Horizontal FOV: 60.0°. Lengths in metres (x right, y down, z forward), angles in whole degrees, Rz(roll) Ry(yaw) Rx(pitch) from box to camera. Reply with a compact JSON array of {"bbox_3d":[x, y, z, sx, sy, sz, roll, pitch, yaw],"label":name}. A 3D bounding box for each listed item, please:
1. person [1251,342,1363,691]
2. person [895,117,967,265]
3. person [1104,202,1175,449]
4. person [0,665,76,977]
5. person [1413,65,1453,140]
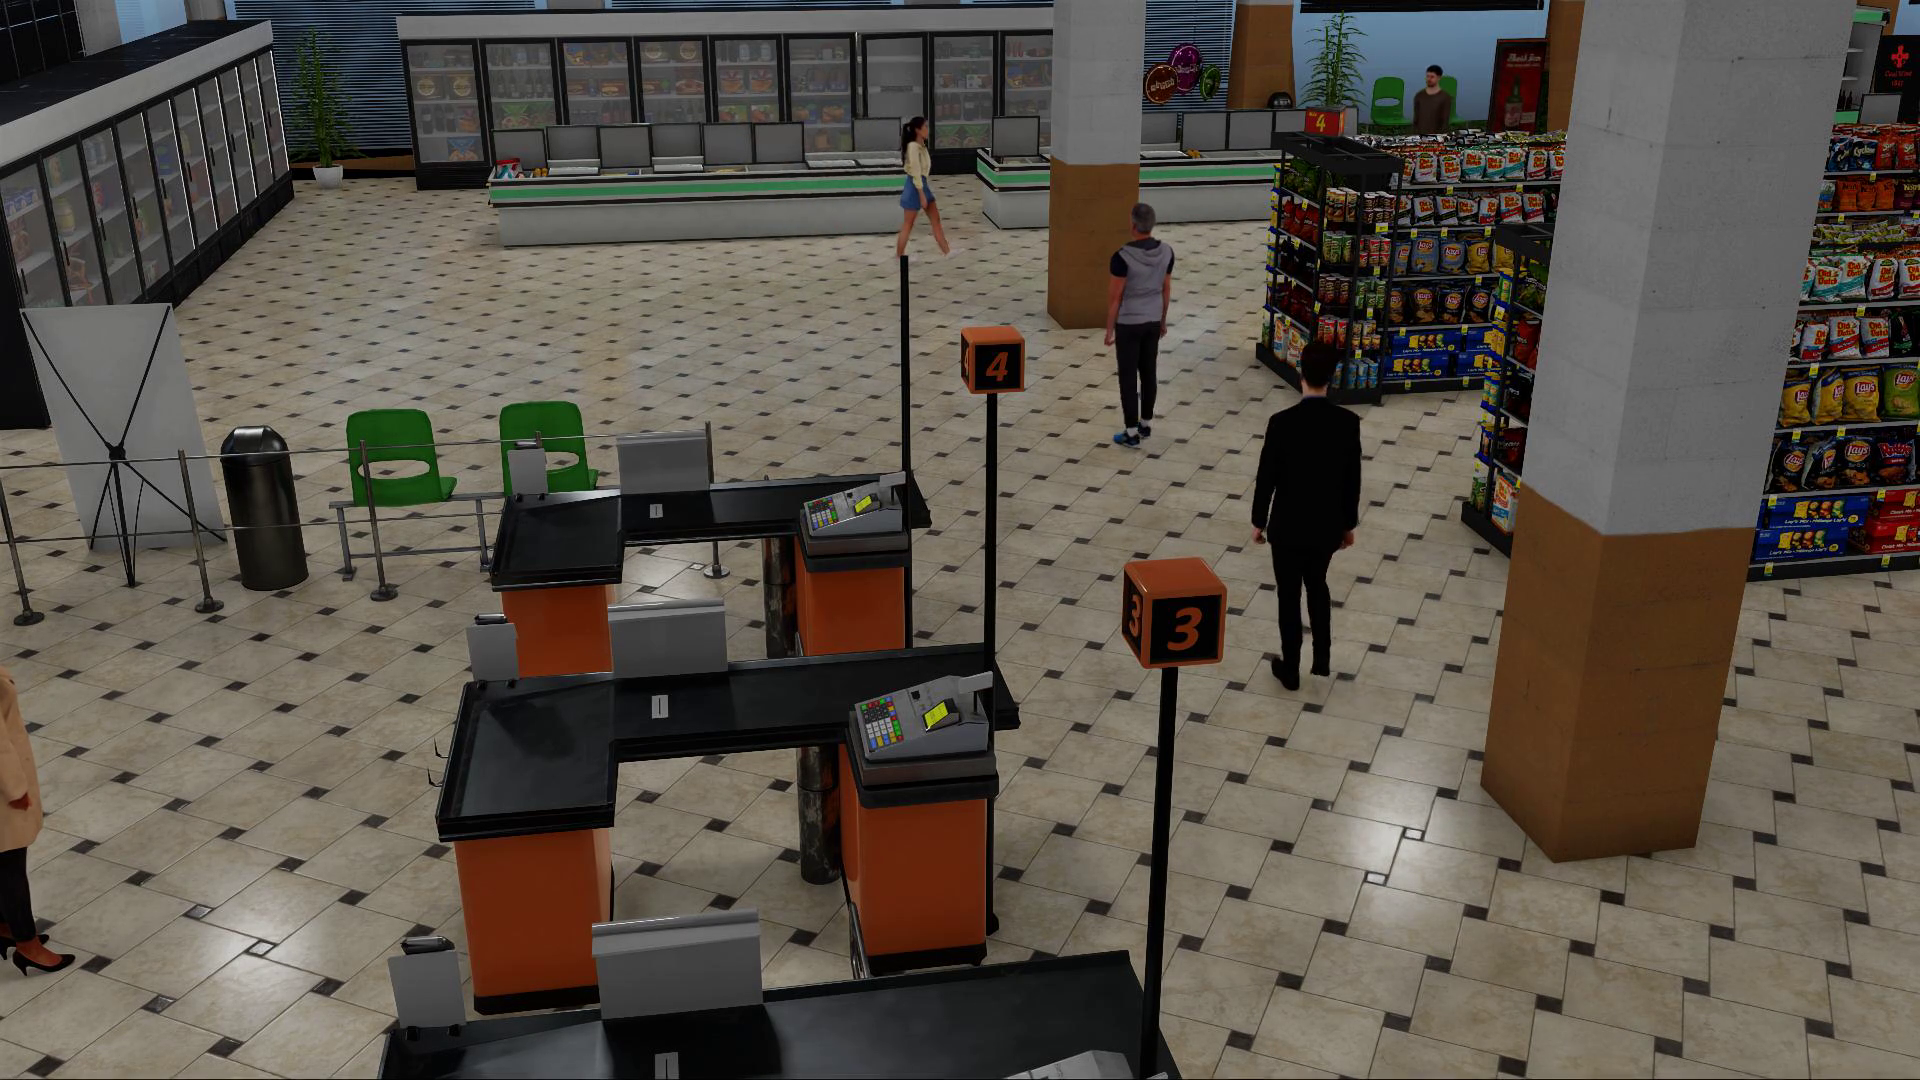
[{"bbox_3d":[1.802,-0.060,8.563,0.626,1.880,0.733,-3,22,-8],"label":"person"},{"bbox_3d":[-0.556,-3.802,18.249,1.111,1.602,0.886,4,22,10],"label":"person"},{"bbox_3d":[1.362,-1.607,12.479,0.750,1.830,0.857,-12,25,-27],"label":"person"},{"bbox_3d":[-3.749,0.912,6.408,0.719,1.682,0.739,19,29,40],"label":"person"},{"bbox_3d":[5.911,-4.954,20.777,1.151,1.855,1.230,15,26,33],"label":"person"}]
